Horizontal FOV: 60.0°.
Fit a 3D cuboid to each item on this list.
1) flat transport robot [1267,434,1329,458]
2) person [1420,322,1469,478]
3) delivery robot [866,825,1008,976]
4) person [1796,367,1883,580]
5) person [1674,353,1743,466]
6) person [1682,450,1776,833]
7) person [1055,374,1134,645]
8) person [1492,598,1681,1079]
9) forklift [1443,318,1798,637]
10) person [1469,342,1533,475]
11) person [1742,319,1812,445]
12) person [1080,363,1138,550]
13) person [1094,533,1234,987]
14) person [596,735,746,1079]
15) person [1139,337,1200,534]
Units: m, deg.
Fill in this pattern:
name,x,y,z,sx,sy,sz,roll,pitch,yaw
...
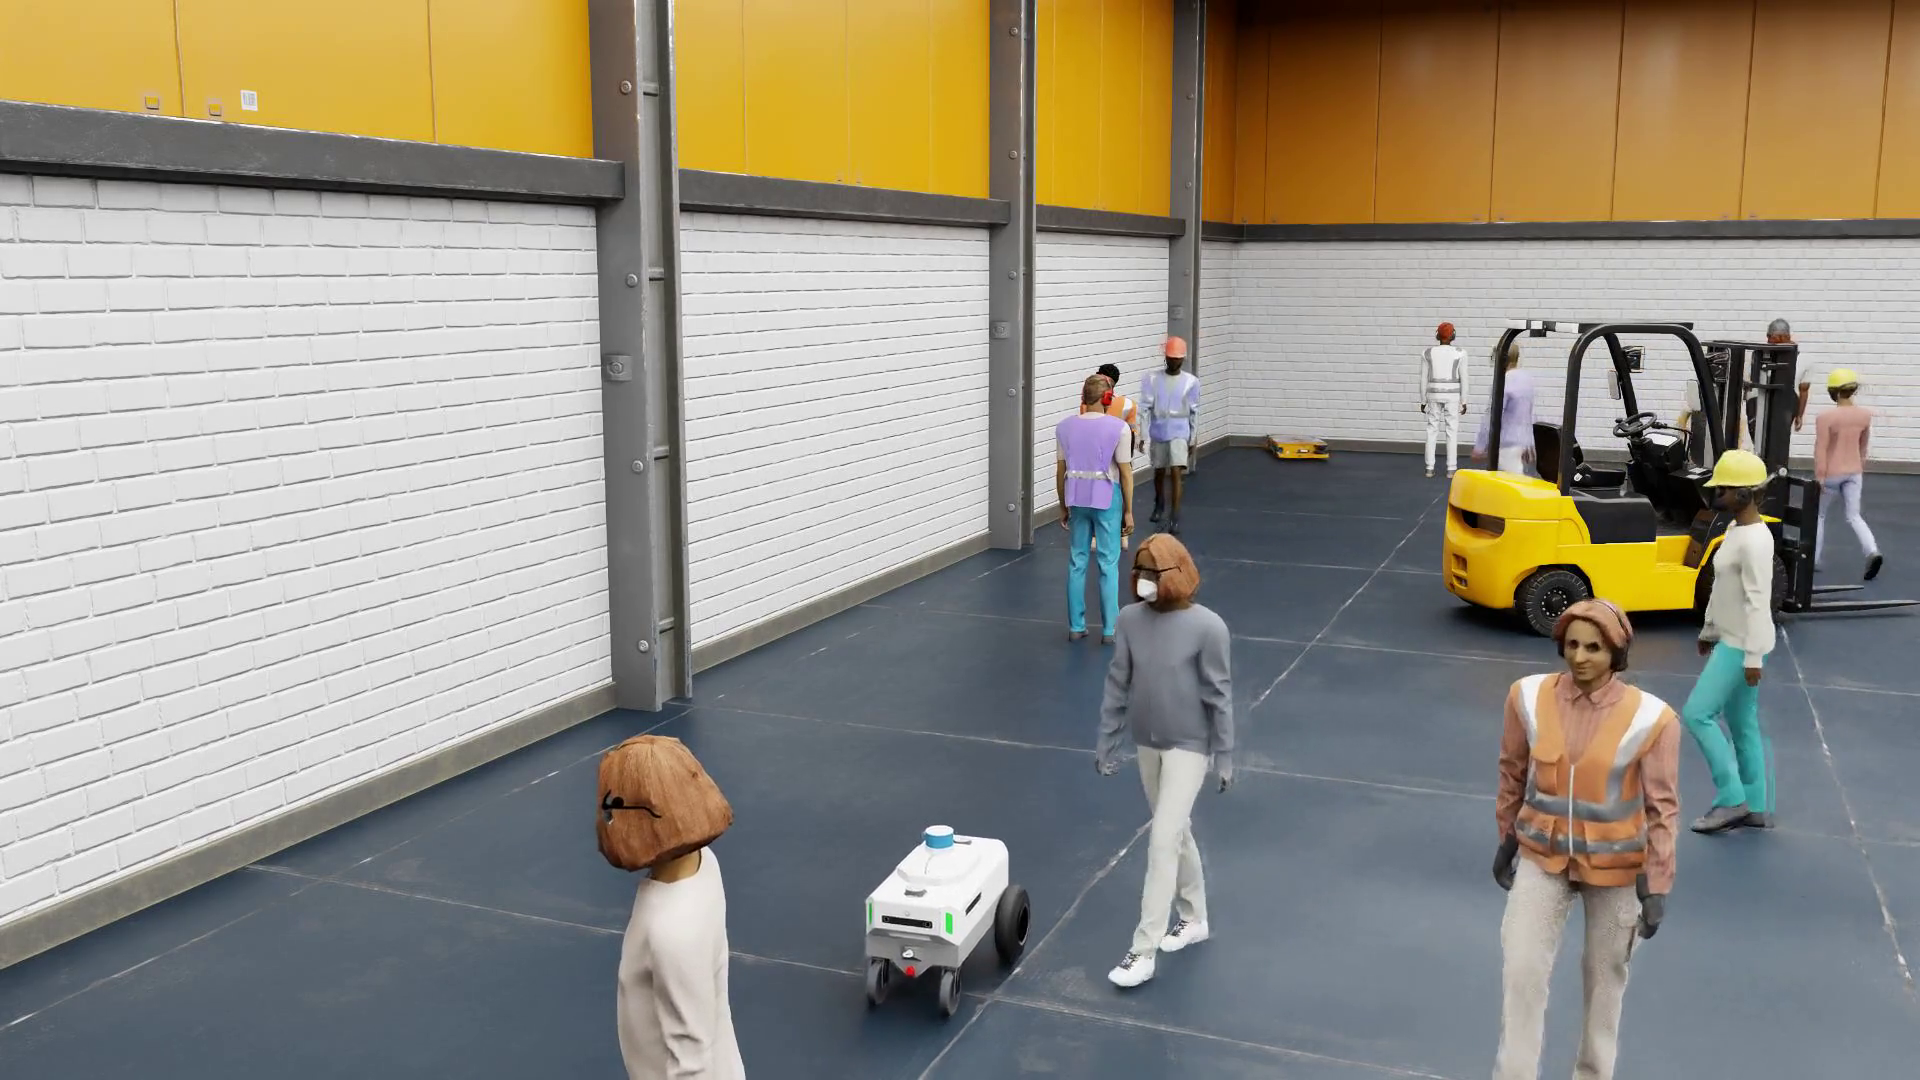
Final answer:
name,x,y,z,sx,sy,sz,roll,pitch,yaw
flat transport robot,4.555,-1.271,22.495,0.652,0.197,1.431,1,9,4
person,5.869,-1.693,20.178,0.574,1.885,0.355,4,10,25
delivery robot,-0.074,1.269,5.960,0.477,0.478,0.707,3,10,18
person,7.294,-0.547,13.699,0.525,1.742,0.770,-1,9,-8
person,6.616,-0.783,14.871,0.865,1.807,0.511,-6,11,-32
person,3.482,0.468,7.502,0.476,1.752,0.535,4,10,22
person,0.909,-0.202,11.282,0.563,1.837,0.389,5,11,29
person,1.754,0.977,4.780,0.546,1.610,0.697,7,12,36
forklift,4.706,-0.497,11.990,2.313,2.155,1.214,-2,10,-10
person,4.786,-0.830,14.910,0.964,1.894,0.647,6,11,34
person,8.880,-1.454,18.255,0.692,2.000,1.009,1,9,4
person,1.337,-0.747,15.041,0.531,1.691,0.321,0,9,-3
person,0.686,0.780,6.029,0.780,1.595,0.519,-9,13,-43
person,-0.585,1.194,3.439,0.285,1.632,0.499,-1,9,-8
person,2.049,-1.041,16.262,0.572,1.899,0.946,2,10,11
